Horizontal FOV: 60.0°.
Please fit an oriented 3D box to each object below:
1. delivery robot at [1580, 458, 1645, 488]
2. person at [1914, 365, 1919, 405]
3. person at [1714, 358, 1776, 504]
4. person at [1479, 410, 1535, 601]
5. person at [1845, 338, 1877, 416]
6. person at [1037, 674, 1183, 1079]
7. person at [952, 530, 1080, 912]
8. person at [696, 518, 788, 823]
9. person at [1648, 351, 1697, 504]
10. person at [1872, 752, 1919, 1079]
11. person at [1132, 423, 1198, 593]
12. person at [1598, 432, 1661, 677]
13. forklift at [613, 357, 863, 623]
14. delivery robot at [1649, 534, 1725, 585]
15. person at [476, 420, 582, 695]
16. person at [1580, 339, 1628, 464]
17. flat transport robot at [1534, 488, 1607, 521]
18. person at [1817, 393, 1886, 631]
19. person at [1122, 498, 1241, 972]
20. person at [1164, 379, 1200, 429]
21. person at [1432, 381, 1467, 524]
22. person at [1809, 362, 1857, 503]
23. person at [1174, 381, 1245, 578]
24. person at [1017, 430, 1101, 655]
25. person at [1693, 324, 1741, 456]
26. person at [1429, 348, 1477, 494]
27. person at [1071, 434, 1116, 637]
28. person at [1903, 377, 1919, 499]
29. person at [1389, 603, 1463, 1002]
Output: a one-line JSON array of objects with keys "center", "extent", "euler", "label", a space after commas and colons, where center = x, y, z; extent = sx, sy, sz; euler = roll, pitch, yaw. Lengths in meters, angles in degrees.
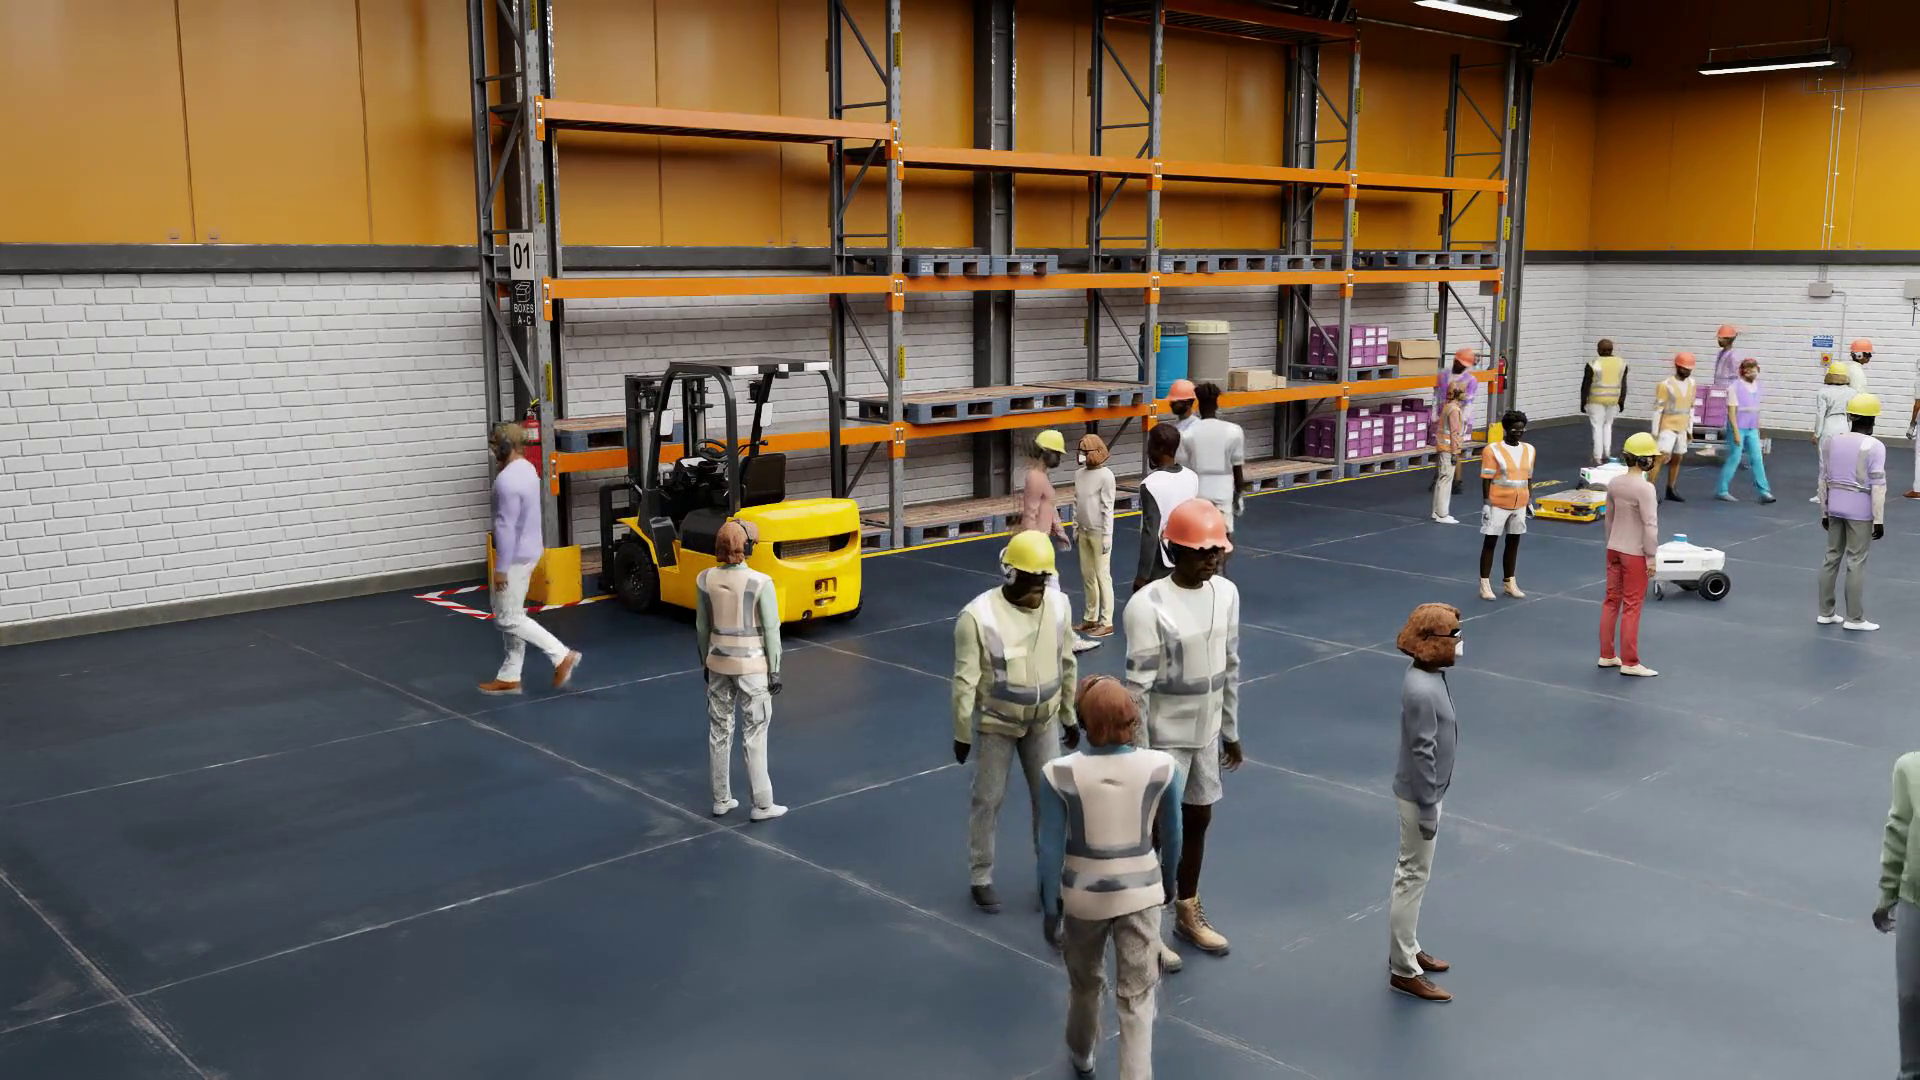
[{"center": [8.020, -0.767, 20.439], "extent": [0.707, 0.478, 0.477], "euler": [1, 10, 5], "label": "delivery robot"}, {"center": [14.022, -1.918, 23.821], "extent": [0.638, 1.814, 0.857], "euler": [9, 13, 42], "label": "person"}, {"center": [9.675, -1.331, 20.391], "extent": [0.647, 1.793, 0.803], "euler": [-5, 11, -25], "label": "person"}, {"center": [4.833, -0.307, 14.694], "extent": [0.530, 1.692, 0.321], "euler": [-3, 10, -15], "label": "person"}, {"center": [11.426, -1.581, 21.267], "extent": [0.396, 1.992, 0.623], "euler": [3, 10, 17], "label": "person"}, {"center": [0.527, 1.260, 5.827], "extent": [0.519, 1.587, 0.899], "euler": [0, 10, 0], "label": "person"}, {"center": [0.271, 0.838, 7.694], "extent": [0.626, 1.811, 0.472], "euler": [-5, 11, -26], "label": "person"}, {"center": [-1.183, 0.702, 8.940], "extent": [0.513, 1.641, 0.309], "euler": [5, 11, 25], "label": "person"}, {"center": [8.722, -1.376, 20.374], "extent": [0.682, 1.902, 0.509], "euler": [-4, 10, -21], "label": "person"}, {"center": [3.423, 1.268, 5.678], "extent": [0.488, 1.623, 0.500], "euler": [-5, 11, -29], "label": "person"}, {"center": [1.392, 0.163, 11.276], "extent": [0.392, 1.922, 0.593], "euler": [7, 12, 37], "label": "person"}, {"center": [4.887, 0.101, 12.089], "extent": [0.315, 1.770, 0.524], "euler": [-2, 10, -13], "label": "person"}, {"center": [-1.847, -0.414, 13.852], "extent": [1.214, 2.155, 2.313], "euler": [-9, 13, -42], "label": "forklift"}, {"center": [6.409, 0.192, 14.827], "extent": [0.707, 0.478, 0.477], "euler": [0, 10, -1], "label": "delivery robot"}, {"center": [-2.999, 0.139, 11.397], "extent": [0.669, 1.925, 0.642], "euler": [-1, 10, -3], "label": "person"}, {"center": [9.387, -2.027, 24.357], "extent": [0.653, 1.829, 0.521], "euler": [-1, 10, -5], "label": "person"}, {"center": [7.311, -0.421, 19.512], "extent": [0.652, 0.197, 1.431], "euler": [9, 13, 43], "label": "flat transport robot"}, {"center": [7.268, -0.228, 13.543], "extent": [0.370, 1.929, 0.585], "euler": [-4, 10, -21], "label": "person"}, {"center": [0.967, 0.824, 7.087], "extent": [0.603, 2.033, 0.414], "euler": [-8, 12, -38], "label": "person"}, {"center": [2.008, -0.497, 15.103], "extent": [0.375, 1.933, 0.552], "euler": [-2, 10, -14], "label": "person"}, {"center": [5.589, -1.000, 18.952], "extent": [0.319, 1.631, 0.511], "euler": [1, 10, 8], "label": "person"}, {"center": [10.730, -1.315, 20.448], "extent": [0.483, 1.745, 0.304], "euler": [0, 10, 0], "label": "person"}, {"center": [2.154, -0.398, 14.441], "extent": [0.638, 1.953, 0.507], "euler": [1, 10, 4], "label": "person"}, {"center": [0.679, 0.024, 12.683], "extent": [0.847, 1.716, 0.525], "euler": [1, 10, 4], "label": "person"}, {"center": [11.634, -2.251, 25.156], "extent": [0.829, 2.019, 0.611], "euler": [1, 10, 5], "label": "person"}, {"center": [6.274, -1.525, 21.272], "extent": [0.461, 1.881, 0.589], "euler": [-7, 12, -36], "label": "person"}, {"center": [1.065, -0.039, 13.326], "extent": [0.280, 1.624, 0.494], "euler": [-6, 11, -32], "label": "person"}, {"center": [12.110, -1.434, 20.789], "extent": [0.531, 1.866, 0.318], "euler": [0, 10, -2], "label": "person"}, {"center": [1.923, 1.058, 6.868], "extent": [0.284, 1.636, 0.500], "euler": [3, 10, 15], "label": "person"}]
